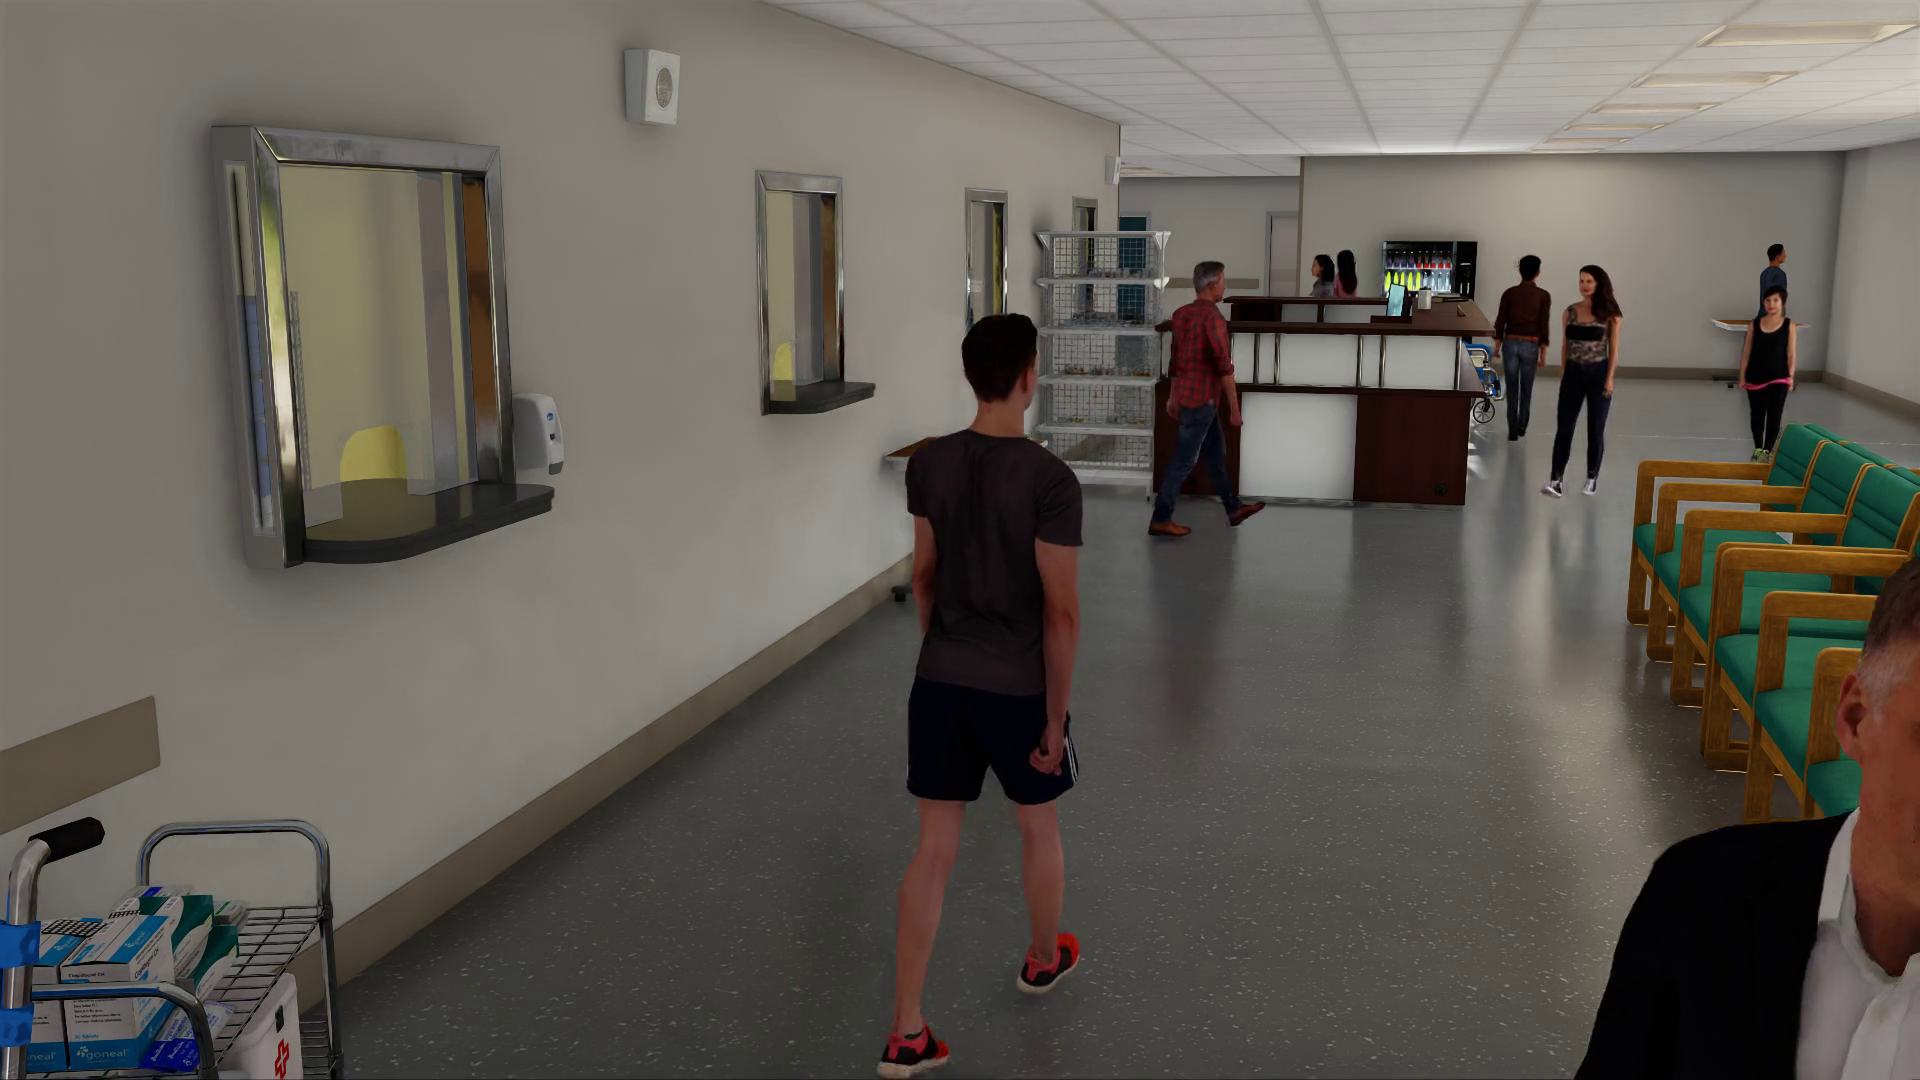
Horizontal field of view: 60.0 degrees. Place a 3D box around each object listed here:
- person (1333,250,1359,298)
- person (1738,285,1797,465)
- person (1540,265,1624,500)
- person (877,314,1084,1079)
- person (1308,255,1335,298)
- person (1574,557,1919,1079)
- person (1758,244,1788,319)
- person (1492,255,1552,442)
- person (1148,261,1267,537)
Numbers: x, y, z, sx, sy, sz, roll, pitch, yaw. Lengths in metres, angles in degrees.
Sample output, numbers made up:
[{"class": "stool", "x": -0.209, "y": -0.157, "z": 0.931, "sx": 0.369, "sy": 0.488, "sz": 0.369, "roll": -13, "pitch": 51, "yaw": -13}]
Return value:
[{"class": "person", "x": 4.967, "y": -2.855, "z": 21.424, "sx": 0.962, "sy": 1.726, "sz": 0.951, "roll": -4, "pitch": 11, "yaw": -19}, {"class": "person", "x": 6.954, "y": -1.394, "z": 14.294, "sx": 1.011, "sy": 1.515, "sz": 0.858, "roll": 7, "pitch": 13, "yaw": 34}, {"class": "person", "x": 4.741, "y": -1.156, "z": 12.471, "sx": 1.115, "sy": 1.727, "sz": 0.961, "roll": 8, "pitch": 13, "yaw": 36}, {"class": "person", "x": 0.014, "y": 0.408, "z": 4.012, "sx": 1.150, "sy": 1.808, "sz": 0.800, "roll": 4, "pitch": 12, "yaw": 22}, {"class": "person", "x": 4.104, "y": -2.301, "z": 18.529, "sx": 0.749, "sy": 1.718, "sz": 0.720, "roll": -1, "pitch": 11, "yaw": -4}, {"class": "person", "x": 0.899, "y": 0.867, "z": 1.635, "sx": 0.958, "sy": 1.792, "sz": 0.887, "roll": -8, "pitch": 13, "yaw": -36}, {"class": "person", "x": 10.450, "y": -2.900, "z": 21.436, "sx": 0.640, "sy": 1.810, "sz": 0.710, "roll": 0, "pitch": 11, "yaw": -1}, {"class": "person", "x": 5.237, "y": -1.746, "z": 15.563, "sx": 1.078, "sy": 1.733, "sz": 0.768, "roll": 4, "pitch": 11, "yaw": 19}, {"class": "person", "x": 1.475, "y": -0.889, "z": 10.893, "sx": 1.271, "sy": 1.791, "sz": 1.098, "roll": -3, "pitch": 11, "yaw": -16}]
